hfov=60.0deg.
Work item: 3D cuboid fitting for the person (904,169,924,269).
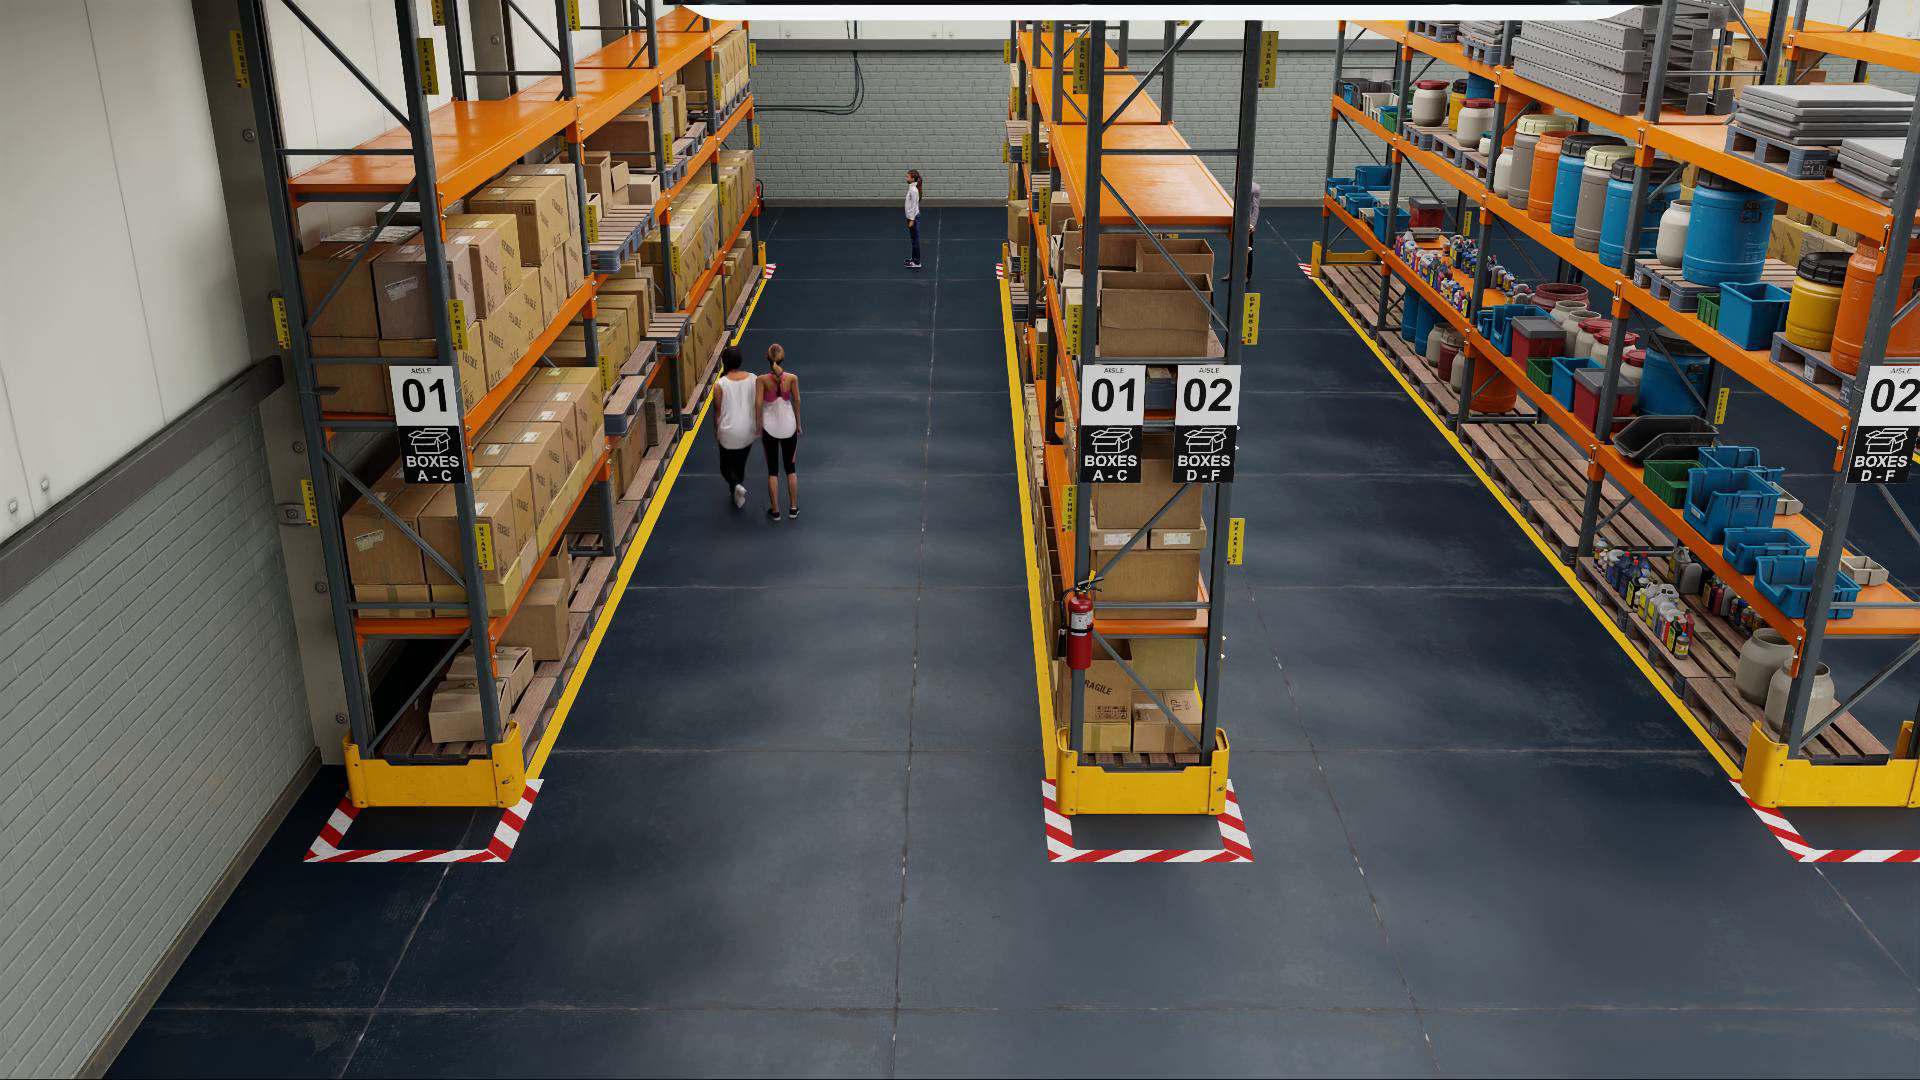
[{"bbox_3d":[-0.739,-5.205,26.859,0.588,1.559,0.468,-1,22,-2],"label":"person"}]

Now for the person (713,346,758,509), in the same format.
[{"bbox_3d":[-2.227,-1.095,16.669,0.901,1.668,1.005,-14,26,-30],"label":"person"}]

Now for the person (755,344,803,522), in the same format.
[{"bbox_3d":[-1.791,-1.070,16.449,0.669,1.787,0.612,-6,23,-15],"label":"person"}]

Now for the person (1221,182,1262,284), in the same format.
[{"bbox_3d":[4.391,-4.934,25.808,0.759,1.853,0.815,20,30,40],"label":"person"}]
